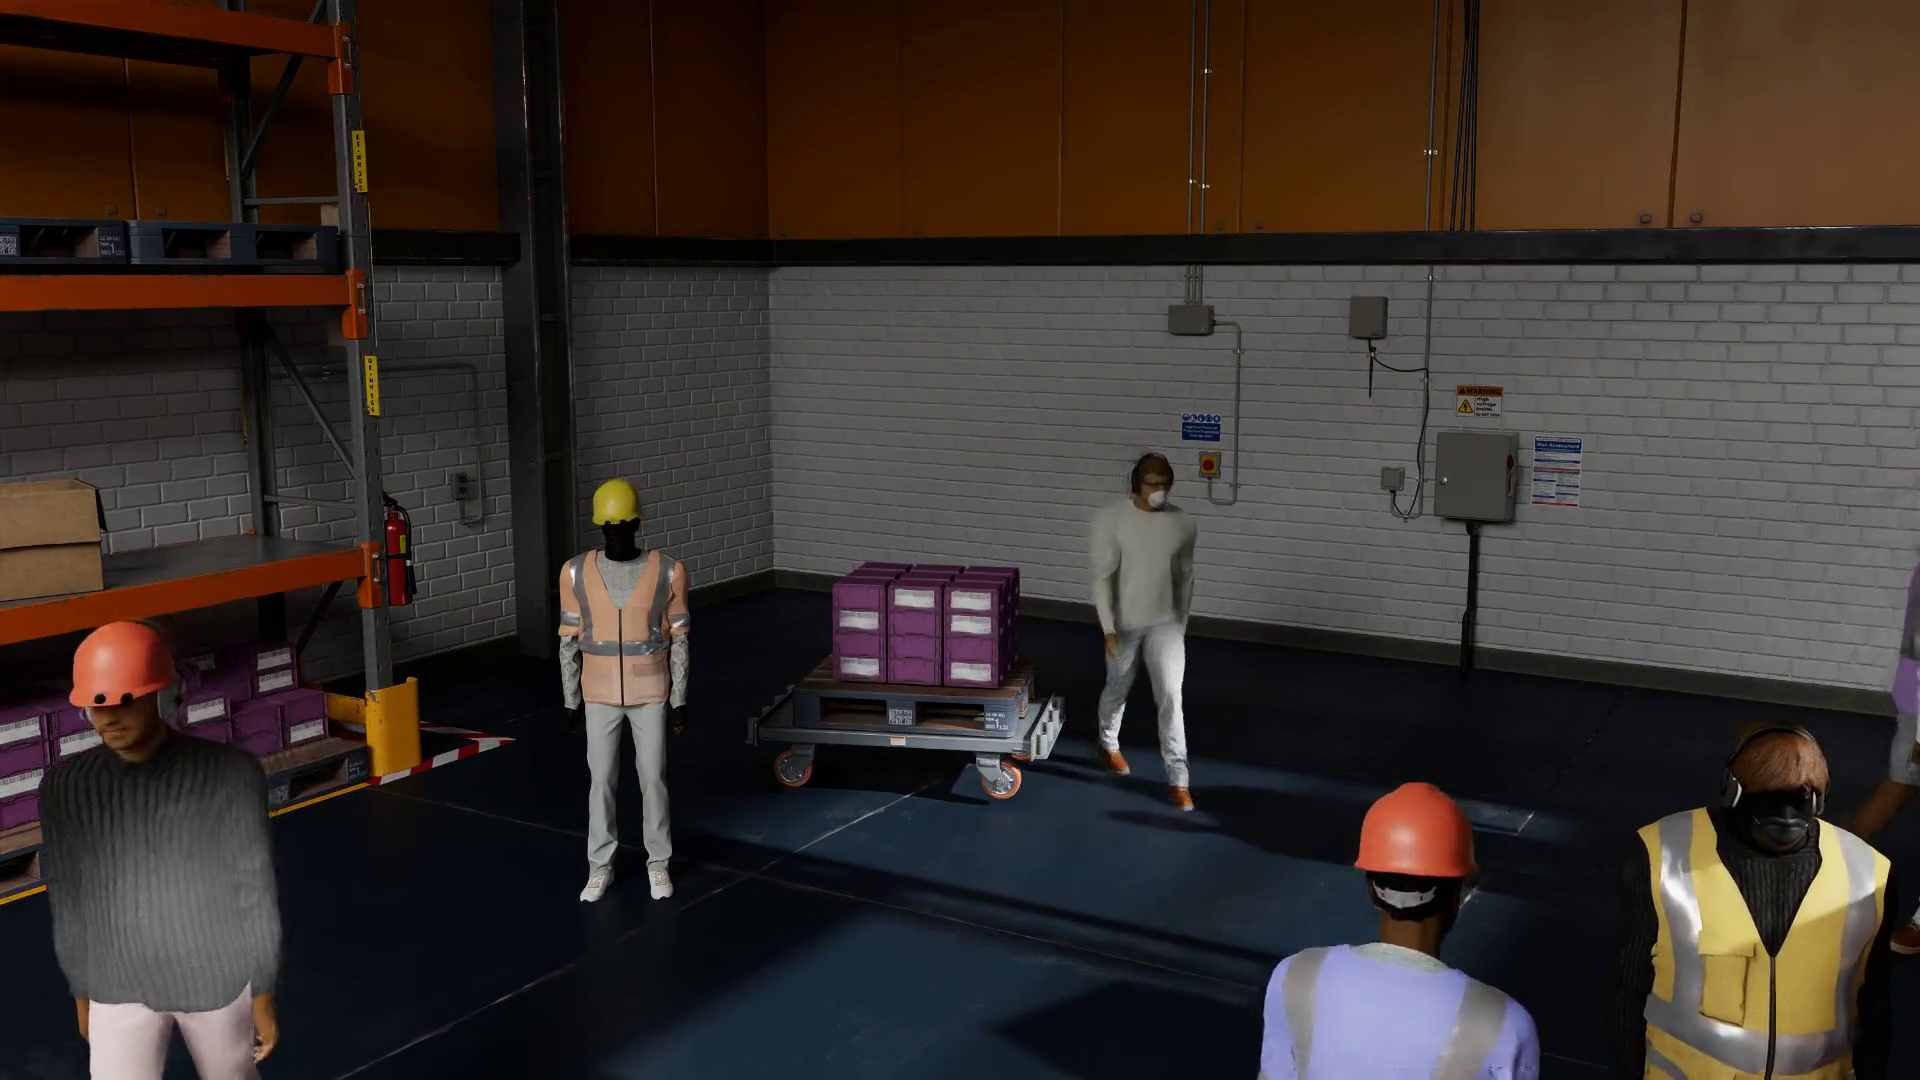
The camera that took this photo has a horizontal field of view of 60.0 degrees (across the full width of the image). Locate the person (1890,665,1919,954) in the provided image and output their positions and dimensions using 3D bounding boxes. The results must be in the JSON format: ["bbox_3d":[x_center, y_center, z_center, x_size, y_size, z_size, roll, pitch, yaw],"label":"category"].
[{"bbox_3d":[4.115,0.832,6.723,0.358,1.881,0.574,-3,10,-20],"label":"person"}]

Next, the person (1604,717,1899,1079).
[{"bbox_3d":[1.826,1.311,3.877,0.621,1.839,0.429,2,9,13],"label":"person"}]

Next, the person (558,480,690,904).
[{"bbox_3d":[-1.510,0.682,7.519,0.588,1.927,0.369,-1,9,-6],"label":"person"}]

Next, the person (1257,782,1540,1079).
[{"bbox_3d":[0.791,1.424,3.200,0.569,1.848,1.148,7,11,35],"label":"person"}]

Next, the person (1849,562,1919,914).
[{"bbox_3d":[4.317,0.708,7.162,1.045,1.984,0.626,5,11,31],"label":"person"}]

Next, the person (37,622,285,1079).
[{"bbox_3d":[-2.123,1.153,4.512,0.611,1.959,0.992,-1,9,-9],"label":"person"}]

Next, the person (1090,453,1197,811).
[{"bbox_3d":[0.991,0.459,9.137,0.625,1.899,0.967,-2,9,-13],"label":"person"}]
